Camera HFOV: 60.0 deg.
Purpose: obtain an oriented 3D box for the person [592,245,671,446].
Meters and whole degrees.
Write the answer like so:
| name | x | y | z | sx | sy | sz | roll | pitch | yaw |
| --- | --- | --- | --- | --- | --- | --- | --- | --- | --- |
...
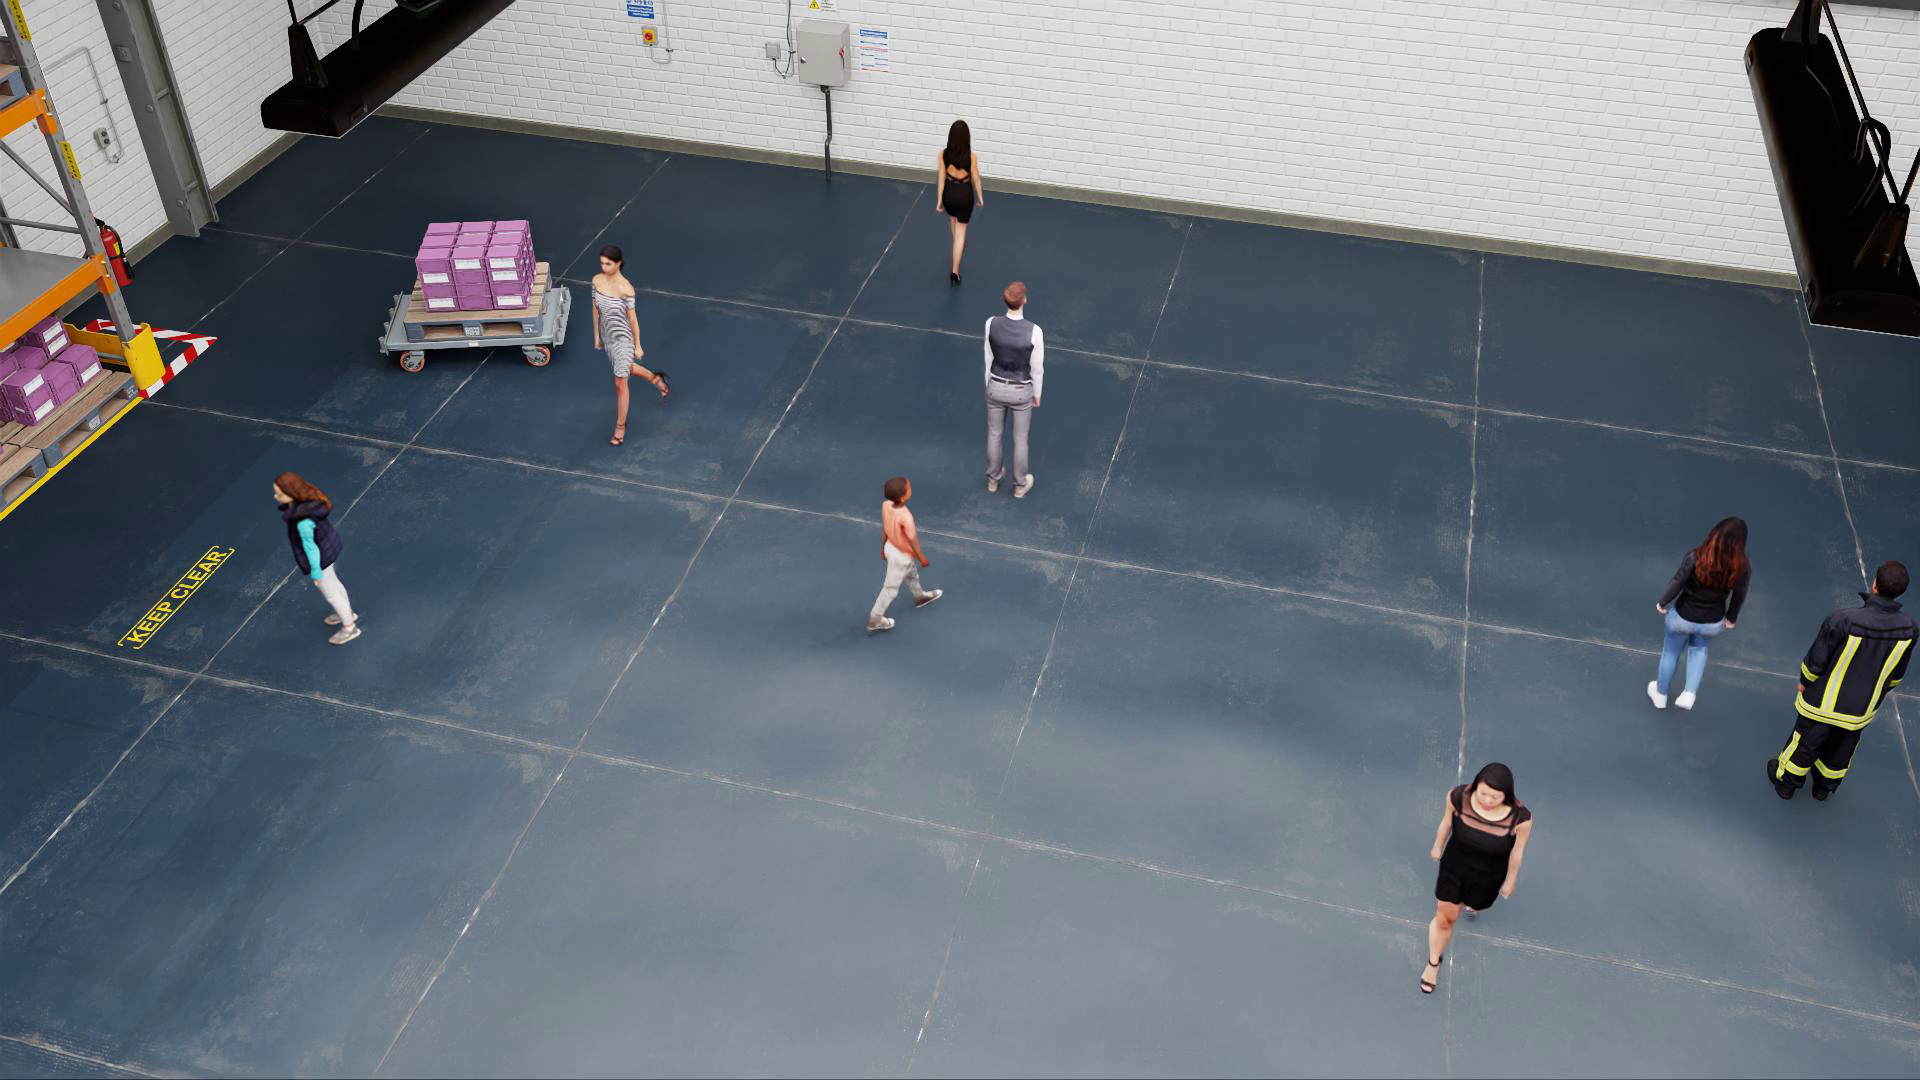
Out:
| name | x | y | z | sx | sy | sz | roll | pitch | yaw |
| --- | --- | --- | --- | --- | --- | --- | --- | --- | --- |
| person | -2.832 | -1.705 | 14.106 | 0.818 | 1.791 | 1.135 | 22 | 43 | 25 |

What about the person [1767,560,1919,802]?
| name | x | y | z | sx | sy | sz | roll | pitch | yaw |
| --- | --- | --- | --- | --- | --- | --- | --- | --- | --- |
| person | 5.699 | 0.926 | 10.703 | 0.825 | 1.927 | 0.709 | 4 | 39 | 5 |

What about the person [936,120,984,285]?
| name | x | y | z | sx | sy | sz | roll | pitch | yaw |
| --- | --- | --- | --- | --- | --- | --- | --- | --- | --- |
| person | -0.028 | -3.239 | 16.174 | 0.591 | 1.607 | 0.999 | 10 | 40 | 12 |

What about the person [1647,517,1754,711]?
| name | x | y | z | sx | sy | sz | roll | pitch | yaw |
| --- | --- | --- | --- | --- | --- | --- | --- | --- | --- |
| person | 5.070 | 0.573 | 11.389 | 0.709 | 1.622 | 0.740 | 2 | 39 | 3 |

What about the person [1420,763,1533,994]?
| name | x | y | z | sx | sy | sz | roll | pitch | yaw |
| --- | --- | --- | --- | --- | --- | --- | --- | --- | --- |
| person | 3.022 | 1.868 | 9.720 | 0.799 | 1.681 | 1.130 | 17 | 42 | 20 |

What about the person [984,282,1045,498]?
| name | x | y | z | sx | sy | sz | roll | pitch | yaw |
| --- | --- | --- | --- | --- | --- | --- | --- | --- | --- |
| person | 0.404 | -1.213 | 13.375 | 0.639 | 1.934 | 0.556 | 11 | 40 | 14 |

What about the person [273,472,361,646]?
| name | x | y | z | sx | sy | sz | roll | pitch | yaw |
| --- | --- | --- | --- | --- | --- | --- | --- | --- | --- |
| person | -4.664 | 0.101 | 12.081 | 0.749 | 1.496 | 0.681 | -16 | 41 | -19 |

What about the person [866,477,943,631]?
| name | x | y | z | sx | sy | sz | roll | pitch | yaw |
| --- | --- | --- | --- | --- | --- | --- | --- | --- | --- |
| person | -0.496 | 0.126 | 12.221 | 0.902 | 1.283 | 0.870 | -18 | 42 | -21 |
